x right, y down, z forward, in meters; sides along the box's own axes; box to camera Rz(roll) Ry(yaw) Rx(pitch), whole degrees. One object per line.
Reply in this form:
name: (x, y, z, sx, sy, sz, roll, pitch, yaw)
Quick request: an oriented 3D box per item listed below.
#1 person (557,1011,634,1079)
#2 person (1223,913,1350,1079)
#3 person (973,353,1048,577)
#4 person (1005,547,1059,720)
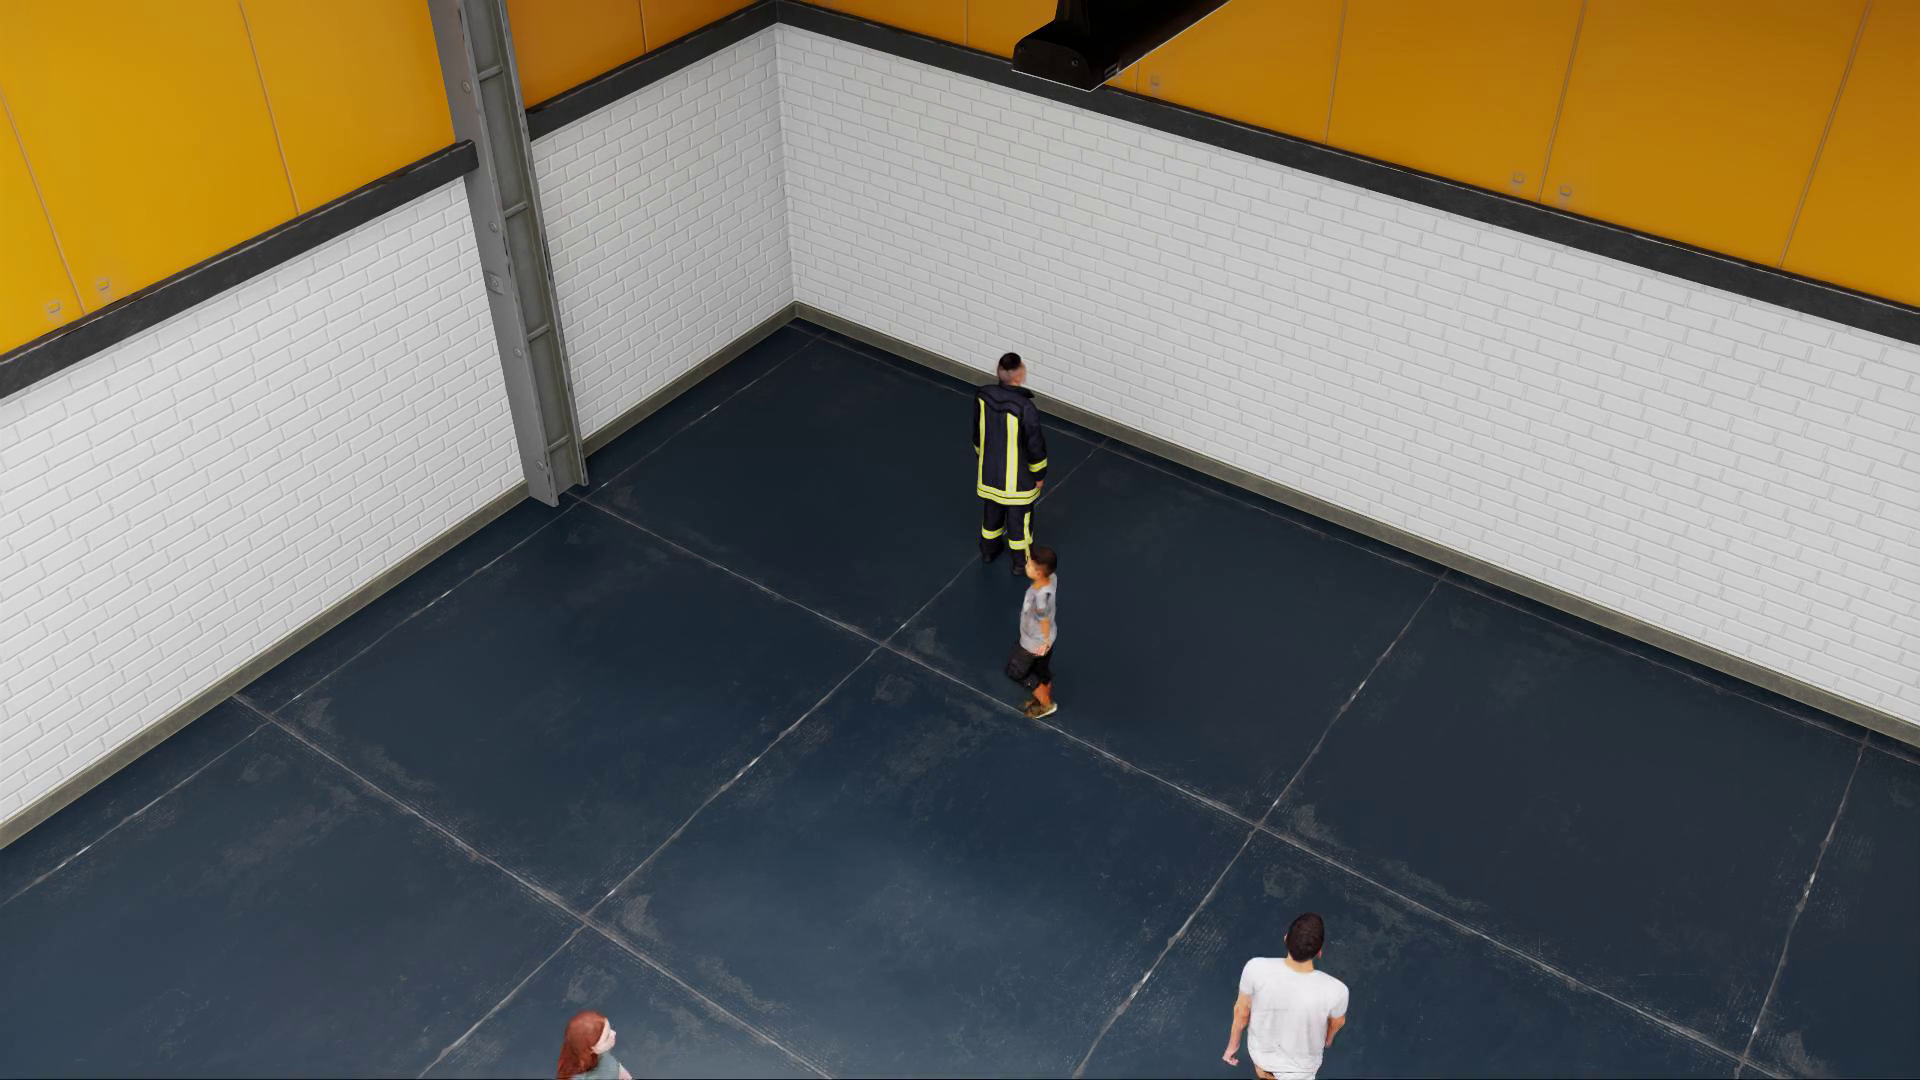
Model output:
person: (-1.817, 2.847, 7.963, 1.223, 1.686, 1.104, -9, 39, -11)
person: (1.564, 2.600, 8.183, 0.733, 1.796, 1.276, 18, 42, 21)
person: (0.355, -0.574, 12.101, 0.748, 1.867, 0.674, 25, 45, 28)
person: (0.575, 0.580, 10.993, 0.729, 1.446, 0.646, 6, 39, 7)
